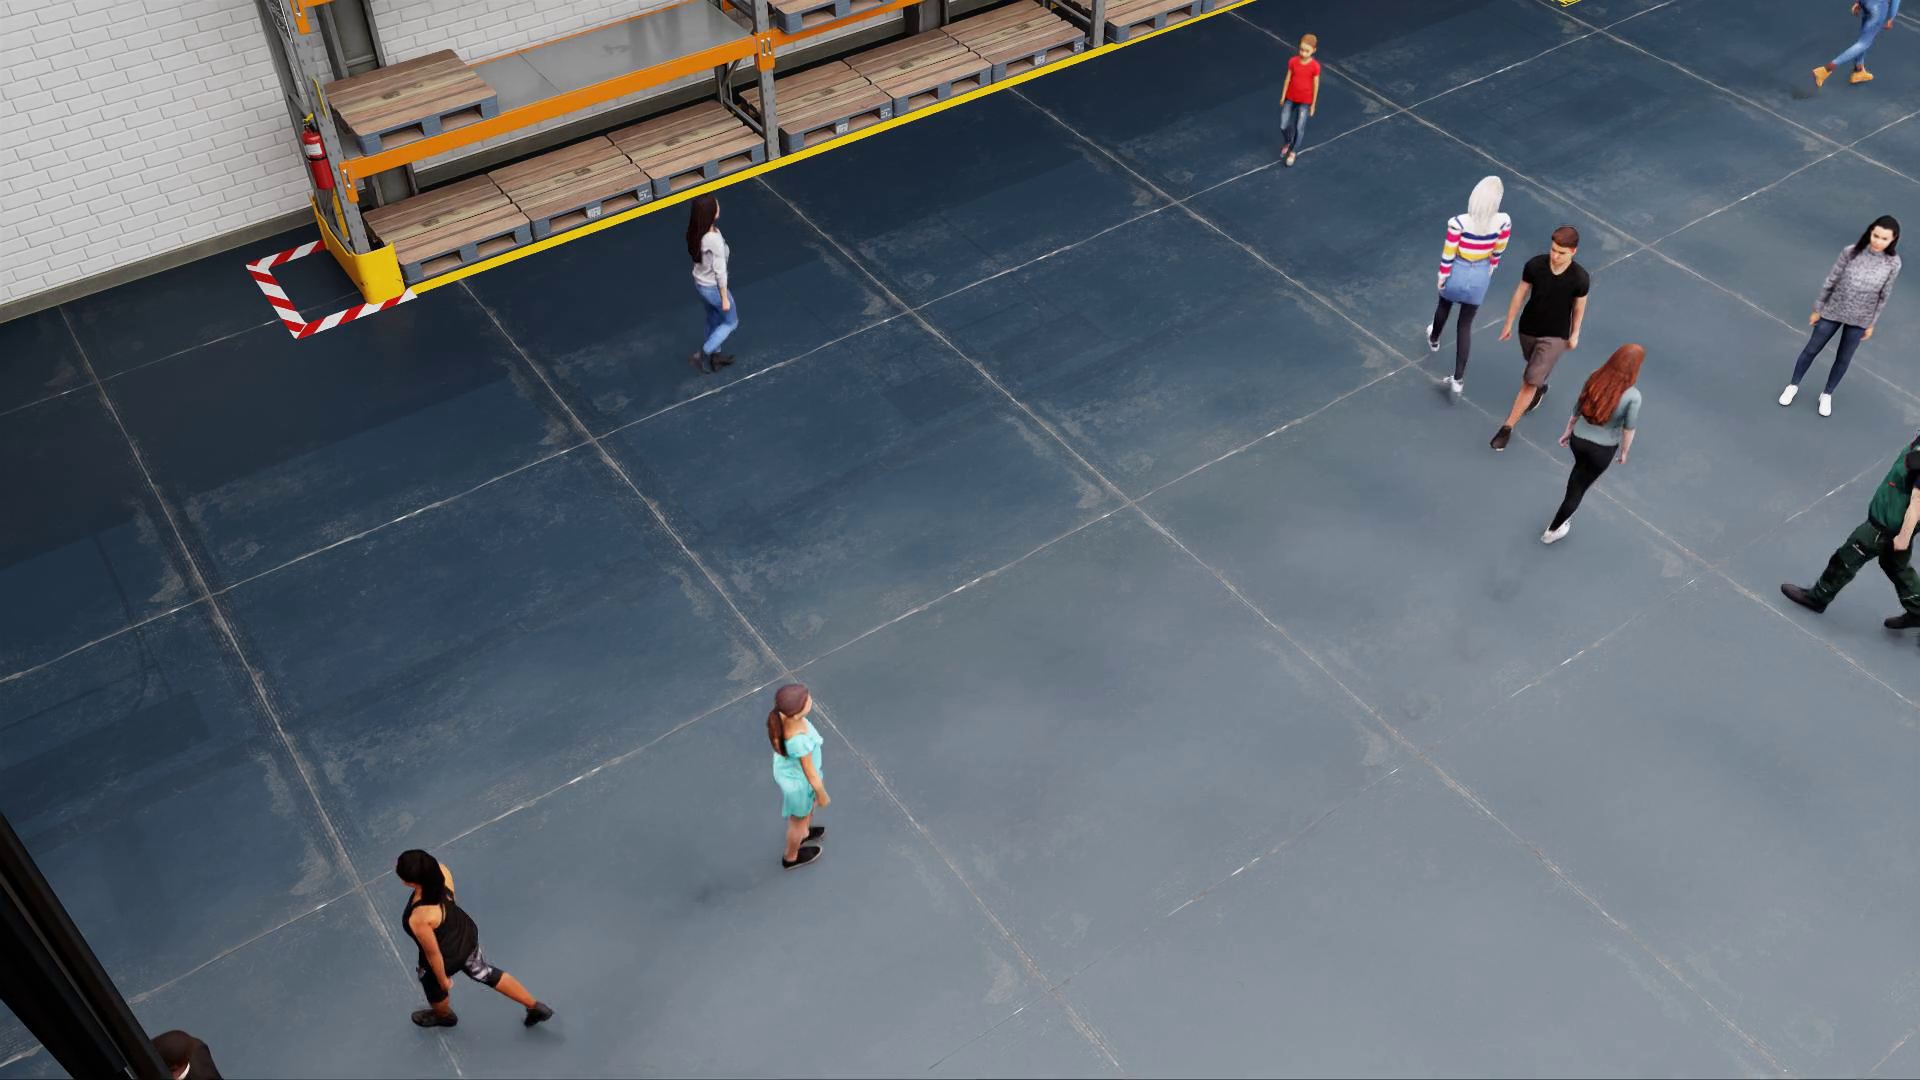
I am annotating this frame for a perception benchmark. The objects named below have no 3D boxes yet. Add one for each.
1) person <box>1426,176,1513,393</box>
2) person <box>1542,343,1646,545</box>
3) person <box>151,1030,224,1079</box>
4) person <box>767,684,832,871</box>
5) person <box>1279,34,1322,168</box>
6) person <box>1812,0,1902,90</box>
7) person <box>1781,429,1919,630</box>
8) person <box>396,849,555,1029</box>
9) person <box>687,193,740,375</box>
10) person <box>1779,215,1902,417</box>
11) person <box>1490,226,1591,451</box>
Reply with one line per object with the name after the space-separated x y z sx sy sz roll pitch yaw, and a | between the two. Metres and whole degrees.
3.995 -1.979 13.034 1.165 1.772 1.179 3 44 3 | person
4.377 -0.614 11.634 0.694 1.727 0.642 -33 52 -29 | person
-3.533 2.854 7.941 0.615 1.799 0.691 -18 46 -18 | person
-1.009 1.401 9.650 0.598 1.547 0.561 -22 48 -21 | person
3.212 -4.183 15.685 0.583 1.306 0.627 18 46 18 | person
9.025 -5.250 16.530 1.178 1.686 0.830 -13 45 -13 | person
6.292 -0.107 10.998 1.067 1.870 1.245 24 49 23 | person
-2.624 2.152 8.799 1.115 1.633 1.029 6 44 6 | person
-2.024 -1.956 13.121 0.708 1.619 0.637 -28 50 -26 | person
6.838 -1.745 12.818 0.693 1.732 0.683 19 47 19 | person
4.483 -1.635 12.648 0.889 1.806 1.313 30 51 28 | person
